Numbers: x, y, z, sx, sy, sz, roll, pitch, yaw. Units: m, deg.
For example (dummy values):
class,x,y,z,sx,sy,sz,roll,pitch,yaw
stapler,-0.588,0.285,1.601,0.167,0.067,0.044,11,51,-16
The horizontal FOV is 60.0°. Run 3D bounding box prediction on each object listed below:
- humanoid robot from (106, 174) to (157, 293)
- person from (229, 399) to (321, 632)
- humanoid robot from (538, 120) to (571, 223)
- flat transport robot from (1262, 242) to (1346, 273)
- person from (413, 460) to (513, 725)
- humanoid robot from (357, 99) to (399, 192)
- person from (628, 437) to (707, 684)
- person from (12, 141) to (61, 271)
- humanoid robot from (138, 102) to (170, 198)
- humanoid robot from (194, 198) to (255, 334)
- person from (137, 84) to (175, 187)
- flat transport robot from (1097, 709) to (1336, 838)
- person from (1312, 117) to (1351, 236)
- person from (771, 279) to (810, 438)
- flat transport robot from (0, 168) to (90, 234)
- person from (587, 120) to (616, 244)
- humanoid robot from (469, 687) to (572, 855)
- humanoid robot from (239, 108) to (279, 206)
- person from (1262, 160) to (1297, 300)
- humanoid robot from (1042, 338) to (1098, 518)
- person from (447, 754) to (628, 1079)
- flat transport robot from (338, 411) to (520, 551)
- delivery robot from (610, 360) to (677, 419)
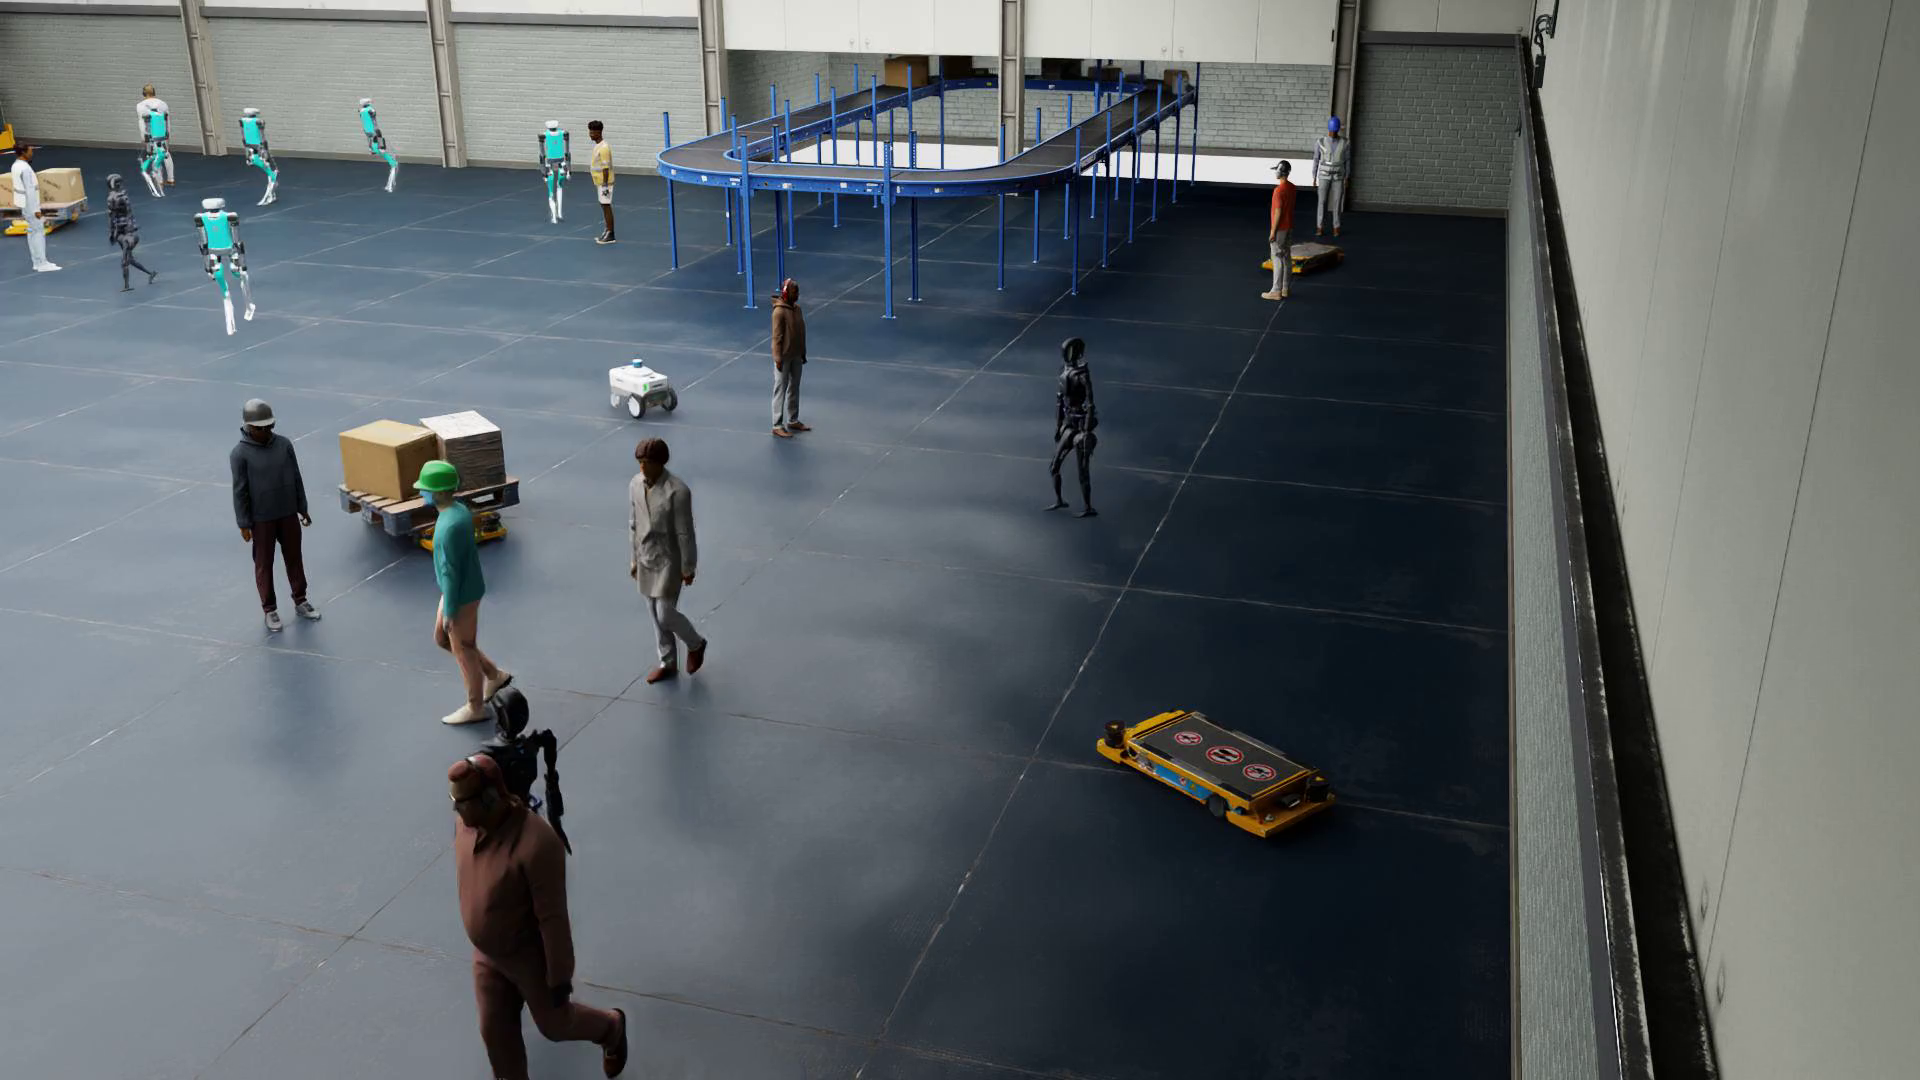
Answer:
class,x,y,z,sx,sy,sz,roll,pitch,yaw
humanoid robot,-11.811,-4.386,23.630,0.601,1.640,0.702,15,25,33
person,-5.196,-0.204,12.573,0.381,1.806,0.550,18,28,39
humanoid robot,-6.983,-6.292,28.570,0.539,1.848,0.783,-11,24,-26
flat transport robot,5.251,-4.303,25.339,0.659,0.231,1.431,16,26,36
person,-3.338,0.359,11.031,0.432,1.863,0.515,-5,22,-13
humanoid robot,-10.949,-7.487,31.556,0.532,1.764,0.736,19,28,41
person,-2.100,0.152,11.641,0.514,1.816,0.420,13,25,31
person,-13.851,-4.972,24.792,0.411,1.914,0.593,-16,26,-36
humanoid robot,-15.032,-7.216,30.909,0.695,1.817,0.543,7,22,19
humanoid robot,-9.428,-3.577,21.521,0.531,1.786,1.050,-3,21,-7
person,-15.501,-7.788,32.064,0.373,1.938,0.628,12,24,28
flat transport robot,1.595,1.425,10.483,0.659,0.231,1.431,-17,27,-37
person,6.108,-5.982,27.382,0.621,1.935,0.410,2,21,5
person,-1.772,-1.882,17.146,0.310,1.647,0.462,13,25,30
flat transport robot,-15.556,-5.409,28.206,0.659,0.231,1.431,-3,21,-7
person,-5.764,-5.780,26.827,0.375,1.958,0.602,-8,22,-19
humanoid robot,-2.250,1.492,8.344,0.418,1.643,0.609,18,28,39
humanoid robot,-12.614,-6.964,30.227,0.557,1.776,0.881,8,23,20
person,4.416,-4.299,23.047,0.411,1.910,0.480,16,27,36
humanoid robot,1.022,-0.986,14.791,0.449,1.644,0.616,-11,24,-26
person,-1.907,1.767,7.362,0.683,1.861,0.847,14,25,33
flat transport robot,-4.684,-0.217,14.741,1.431,0.231,0.659,20,29,41
delivery robot,-3.475,-1.649,18.080,0.812,0.611,0.499,20,29,41
